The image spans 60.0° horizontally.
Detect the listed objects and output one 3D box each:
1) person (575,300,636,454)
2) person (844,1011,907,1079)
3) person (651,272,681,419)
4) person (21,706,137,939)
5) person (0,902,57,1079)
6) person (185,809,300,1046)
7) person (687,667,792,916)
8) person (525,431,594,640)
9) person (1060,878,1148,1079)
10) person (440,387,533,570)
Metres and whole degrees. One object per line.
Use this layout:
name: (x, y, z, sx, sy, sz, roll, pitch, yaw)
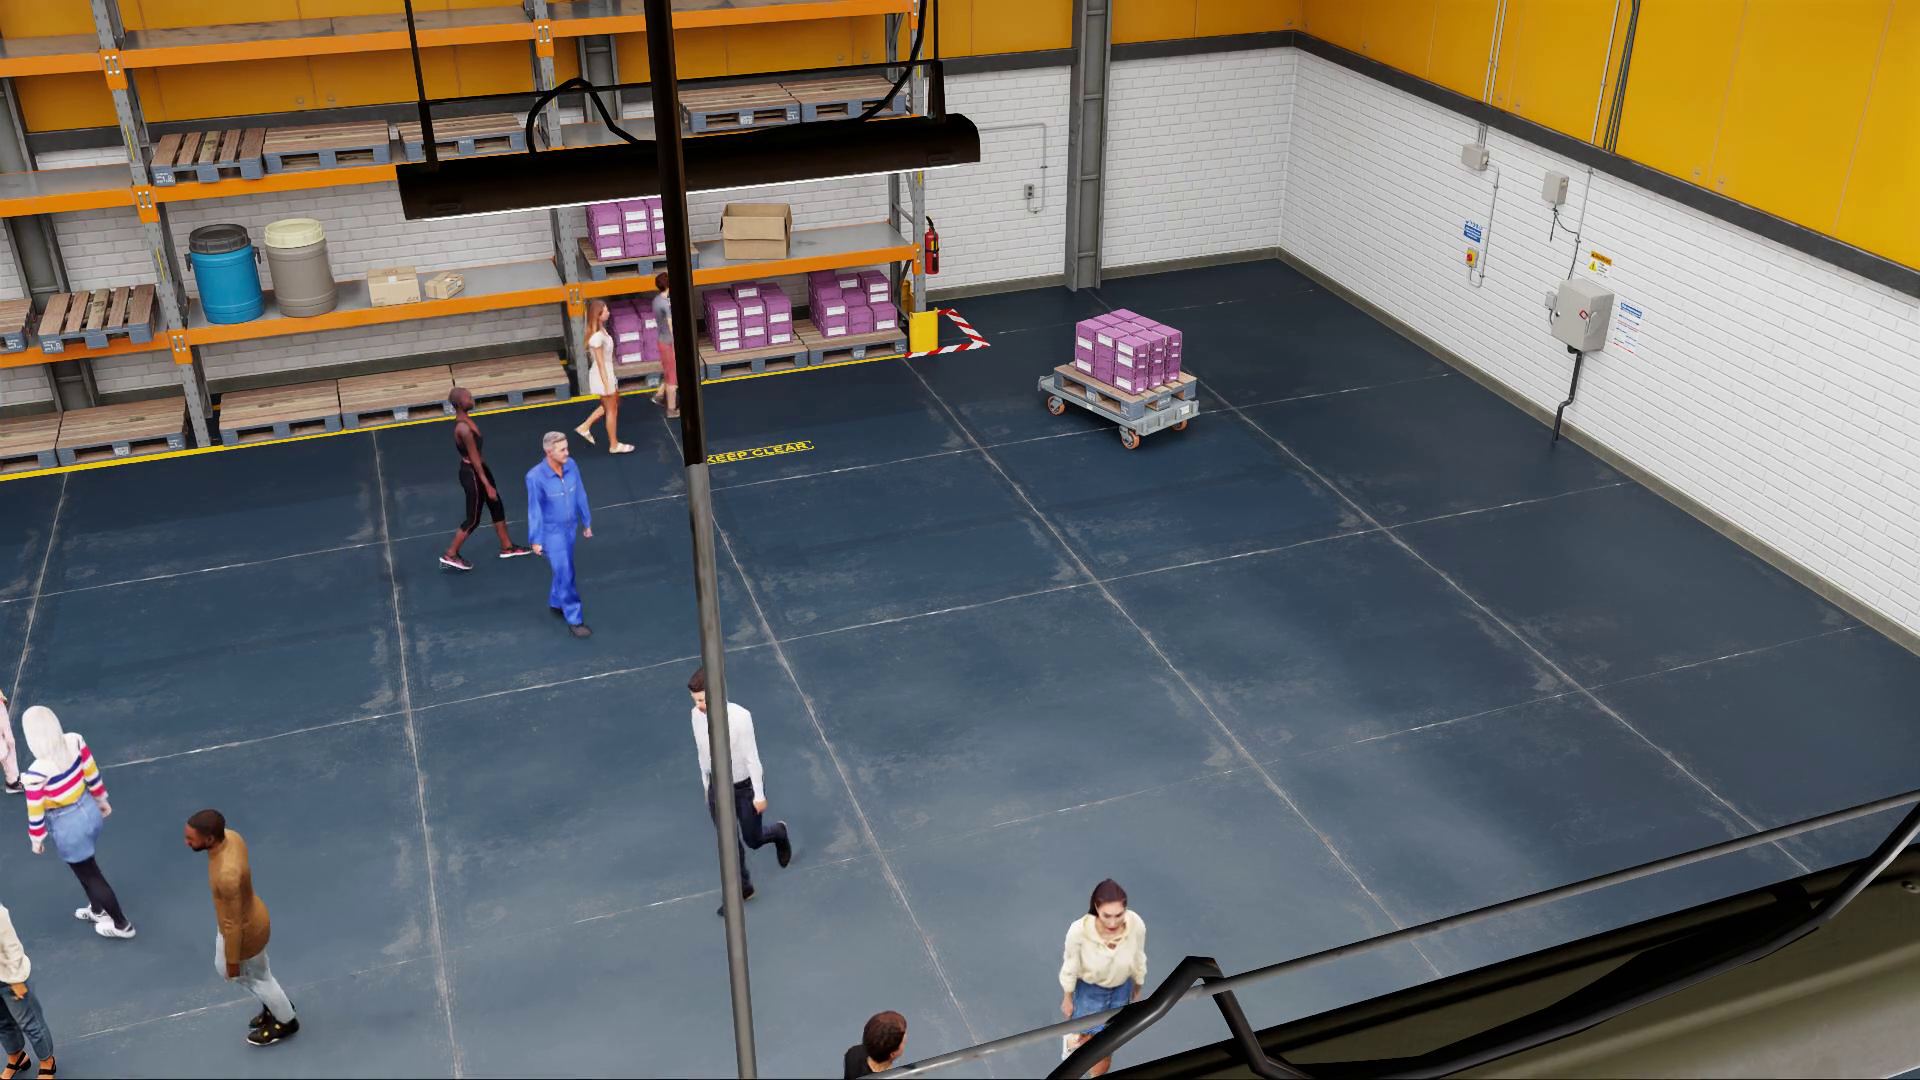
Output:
person: (-3.730, -1.647, 17.023, 0.872, 1.680, 0.681, -4, 29, -7)
person: (-0.454, 3.069, 8.201, 0.922, 1.848, 0.835, -23, 36, -36)
person: (-3.190, -2.065, 17.833, 0.672, 1.638, 0.587, -9, 30, -17)
person: (-5.537, 1.821, 10.545, 0.873, 1.796, 0.825, 6, 29, 10)
person: (-5.501, 2.460, 9.496, 0.673, 1.677, 0.761, 8, 30, 14)
person: (-4.094, 2.262, 9.737, 0.624, 1.796, 0.693, -12, 31, -20)
person: (-1.438, 1.566, 10.964, 1.028, 1.841, 1.105, 12, 31, 21)
person: (-3.462, -0.101, 14.058, 1.075, 1.805, 1.030, 18, 33, 29)
person: (0.789, 2.531, 9.430, 0.686, 1.617, 0.726, -6, 29, -11)
person: (-4.421, -0.520, 14.901, 1.060, 1.734, 0.665, -7, 29, -12)
